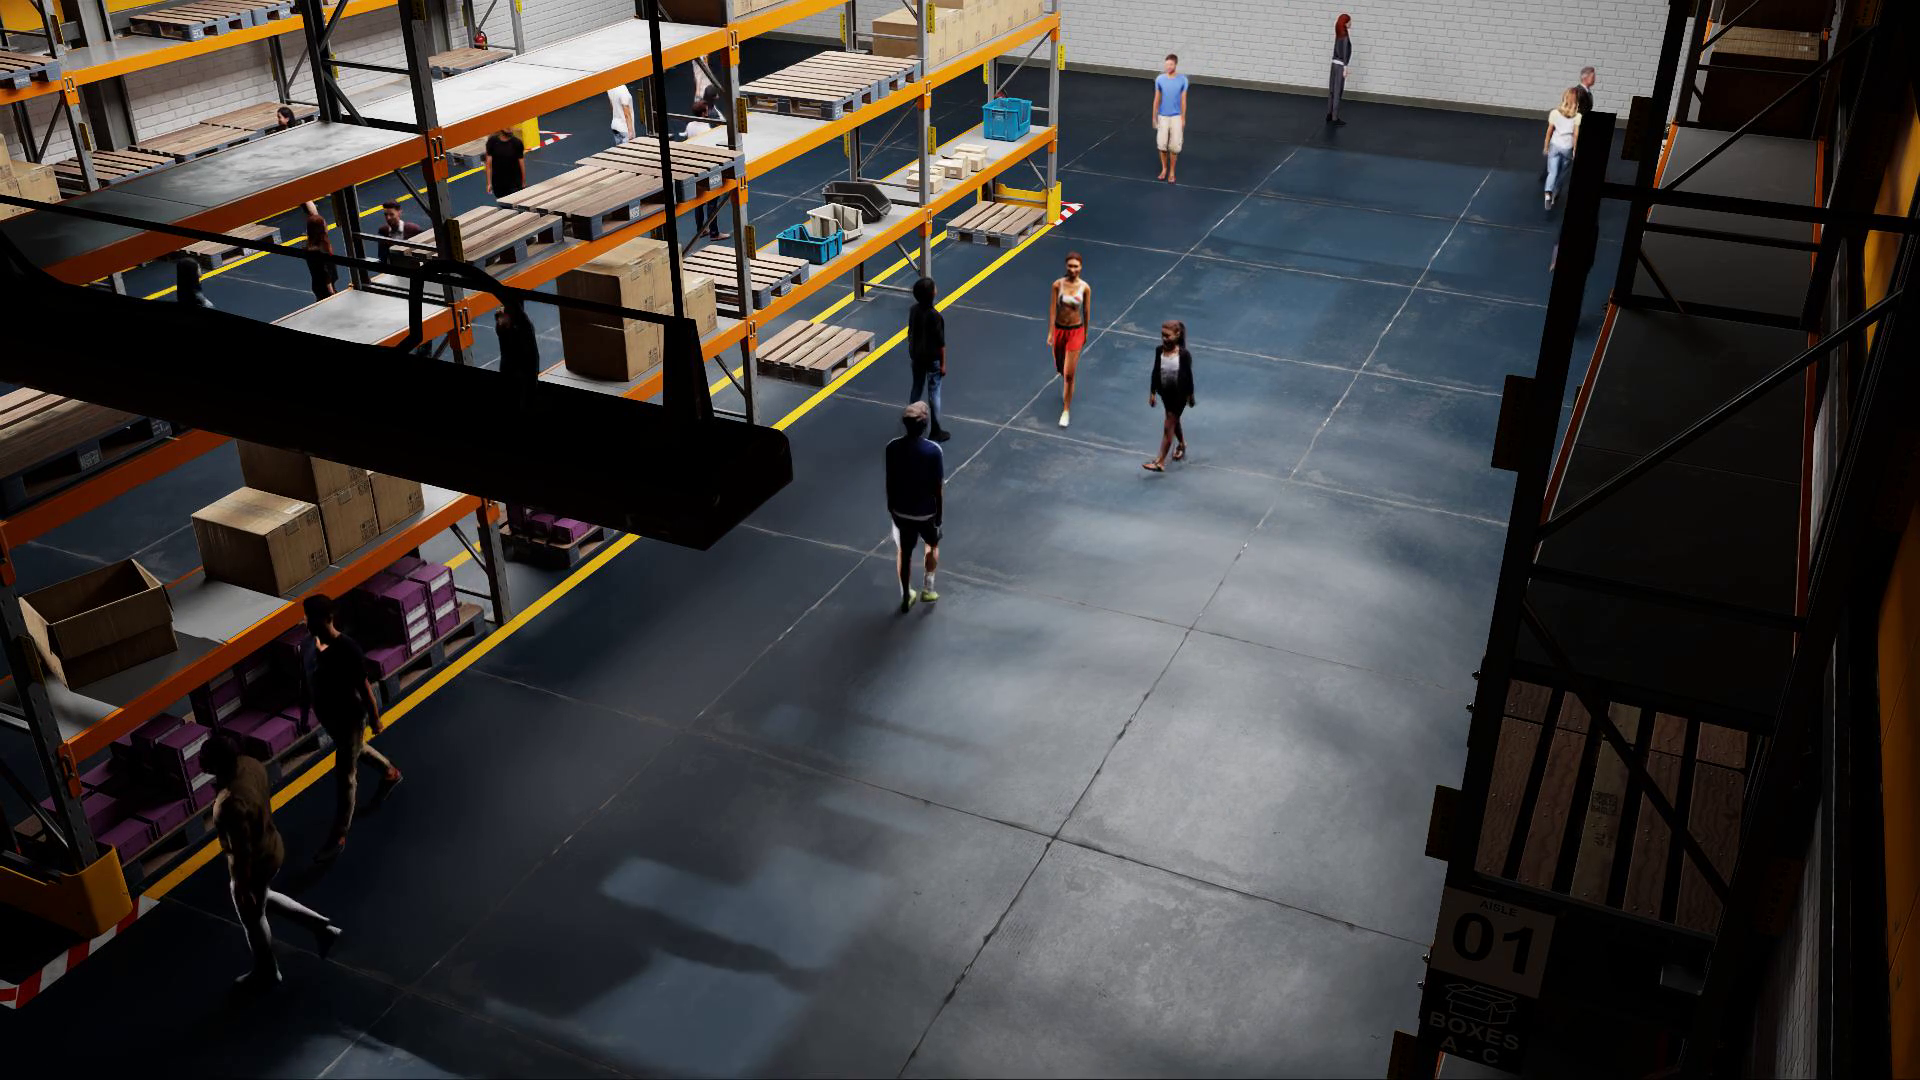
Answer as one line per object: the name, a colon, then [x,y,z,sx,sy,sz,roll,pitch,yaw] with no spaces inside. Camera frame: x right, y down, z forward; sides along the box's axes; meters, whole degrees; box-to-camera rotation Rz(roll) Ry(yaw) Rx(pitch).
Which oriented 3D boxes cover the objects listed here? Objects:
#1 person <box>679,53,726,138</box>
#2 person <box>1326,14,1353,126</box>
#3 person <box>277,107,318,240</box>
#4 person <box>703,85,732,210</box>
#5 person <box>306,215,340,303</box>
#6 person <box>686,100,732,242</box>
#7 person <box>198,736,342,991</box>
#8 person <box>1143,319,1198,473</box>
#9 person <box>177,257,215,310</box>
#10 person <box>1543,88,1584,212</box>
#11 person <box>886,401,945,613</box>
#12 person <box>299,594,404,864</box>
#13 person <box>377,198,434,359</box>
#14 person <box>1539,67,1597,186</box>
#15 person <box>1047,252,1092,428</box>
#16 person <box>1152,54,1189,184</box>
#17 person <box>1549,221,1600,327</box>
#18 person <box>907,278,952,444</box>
person: [-4.000,-7.203,26.527,0.985,1.677,1.145,0,29,1]
person: [6.270,-7.789,27.495,0.718,1.779,0.620,-5,29,-9]
person: [-8.838,-4.896,22.201,0.799,1.769,0.775,-18,34,-30]
person: [-3.569,-5.497,23.370,1.023,1.704,0.842,-23,36,-35]
person: [-7.052,-2.786,18.400,0.738,1.704,0.714,-20,34,-32]
person: [-3.407,-4.941,22.196,0.744,1.853,0.695,24,37,37]
person: [-4.064,1.877,9.740,1.037,1.812,1.004,-4,29,-7]
person: [2.123,-1.446,16.134,0.703,1.522,1.079,17,33,28]
person: [-7.828,-2.053,17.062,0.687,1.699,0.685,24,37,37]
person: [8.371,-5.414,23.229,0.633,1.693,1.098,13,31,23]
person: [-0.387,-0.217,13.572,0.724,1.818,0.718,4,29,6]
person: [-4.067,1.139,11.095,0.635,1.810,1.192,12,31,21]
person: [-6.108,-2.924,18.502,0.809,1.849,0.779,1,29,2]
person: [8.832,-5.922,24.062,0.787,1.788,1.110,11,31,20]
person: [1.112,-2.125,17.125,0.710,1.765,1.137,6,29,12]
person: [3.126,-6.275,24.650,0.695,1.845,0.785,8,30,15]
person: [7.122,-3.229,19.309,0.621,1.612,0.819,15,32,26]
person: [-0.337,-1.800,16.596,0.606,1.701,0.581,18,33,30]
